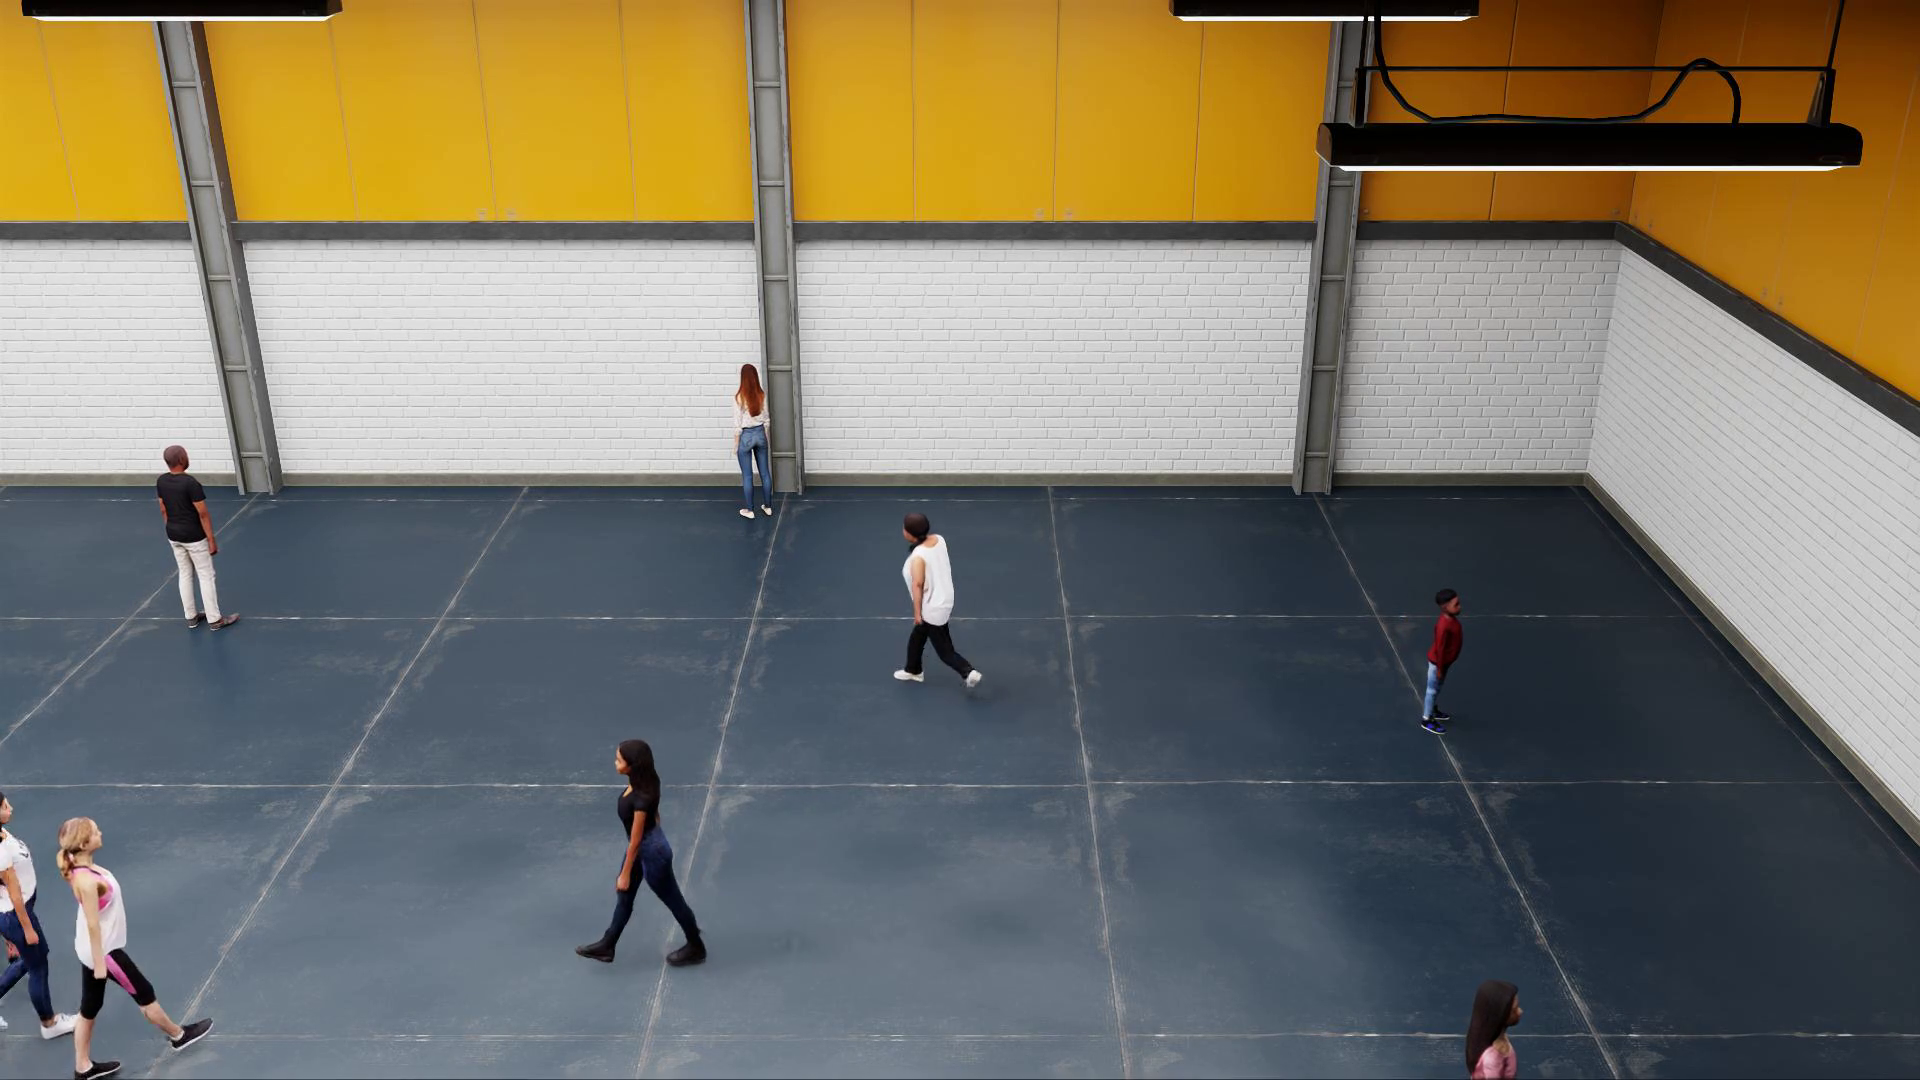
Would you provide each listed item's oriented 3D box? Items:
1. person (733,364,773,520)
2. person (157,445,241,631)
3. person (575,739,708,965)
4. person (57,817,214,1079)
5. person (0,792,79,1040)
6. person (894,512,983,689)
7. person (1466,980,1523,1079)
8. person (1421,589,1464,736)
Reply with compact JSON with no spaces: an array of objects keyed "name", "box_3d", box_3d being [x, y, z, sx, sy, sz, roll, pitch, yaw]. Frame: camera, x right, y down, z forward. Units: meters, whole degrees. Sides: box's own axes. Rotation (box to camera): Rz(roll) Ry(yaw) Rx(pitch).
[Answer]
[{"name":"person","box_3d":[-2.251,-1.078,18.000,0.598,1.728,0.712,-13,27,-28]},{"name":"person","box_3d":[-7.178,-0.026,15.500,0.646,1.804,0.786,8,25,17]},{"name":"person","box_3d":[-1.921,2.073,10.828,1.132,1.699,0.737,-5,24,-12]},{"name":"person","box_3d":[-5.186,2.471,9.850,1.129,1.753,1.025,-18,29,-35]},{"name":"person","box_3d":[-5.839,2.343,10.128,0.955,1.766,0.852,-16,28,-32]},{"name":"person","box_3d":[-0.178,0.571,14.342,1.180,1.636,0.903,9,25,19]},{"name":"person","box_3d":[2.699,3.009,8.634,0.583,1.742,0.620,6,24,13]},{"name":"person","box_3d":[4.011,0.980,13.882,0.584,1.255,0.571,10,25,21]}]
